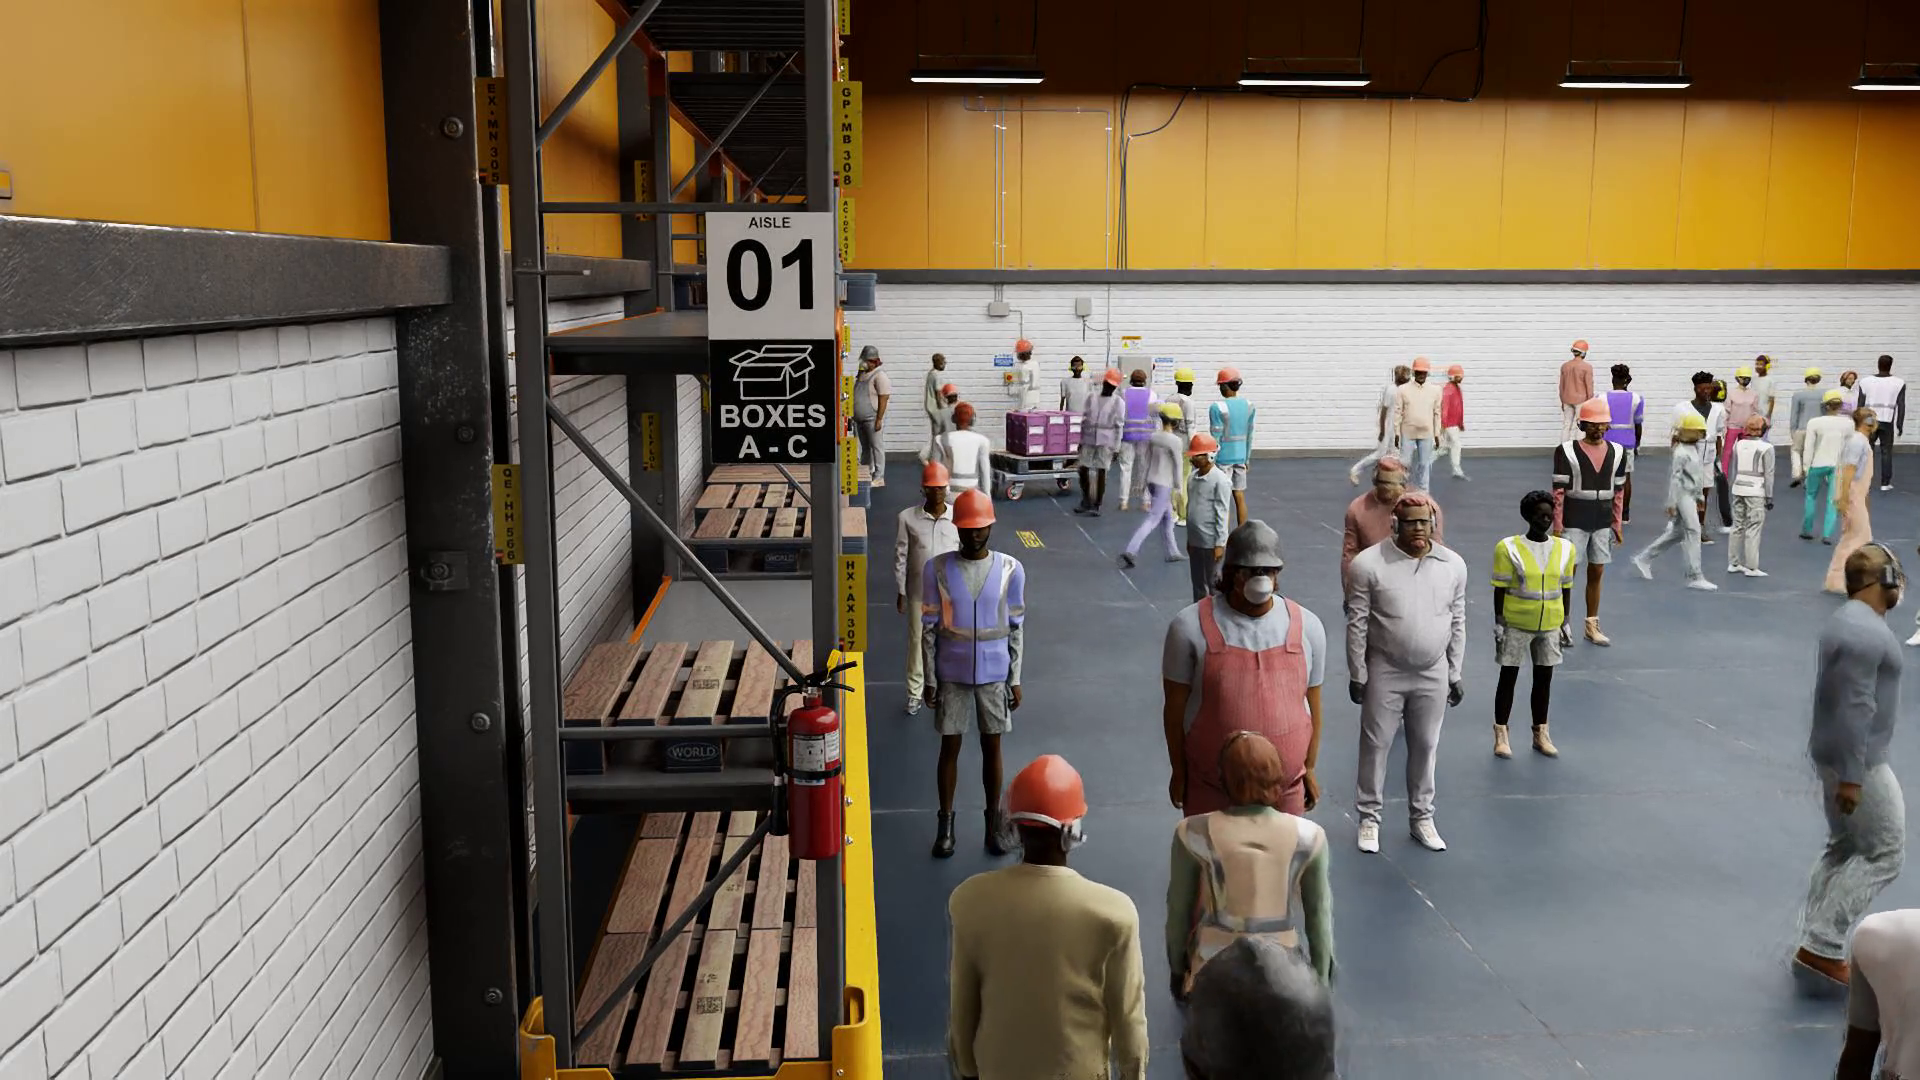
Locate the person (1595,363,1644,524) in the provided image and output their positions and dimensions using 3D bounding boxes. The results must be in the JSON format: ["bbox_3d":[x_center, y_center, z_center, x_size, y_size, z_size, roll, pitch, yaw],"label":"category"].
[{"bbox_3d":[8.003,-1.170,20.293,0.606,1.966,0.367,1,9,9],"label":"person"}]

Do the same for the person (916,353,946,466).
[{"bbox_3d":[-0.434,-2.043,26.230,0.498,1.824,0.595,-2,9,-13],"label":"person"}]

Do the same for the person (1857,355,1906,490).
[{"bbox_3d":[13.009,-1.659,23.523,0.596,1.914,0.373,6,11,32],"label":"person"}]

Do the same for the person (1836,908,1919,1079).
[{"bbox_3d":[2.465,1.504,4.016,0.848,1.804,0.581,-8,12,-42],"label":"person"}]

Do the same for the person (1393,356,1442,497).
[{"bbox_3d":[5.888,-1.365,21.426,0.612,1.997,0.376,1,9,5],"label":"person"}]

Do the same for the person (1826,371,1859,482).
[{"bbox_3d":[12.940,-1.654,24.348,0.514,1.645,0.307,-1,9,-4],"label":"person"}]

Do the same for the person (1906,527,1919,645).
[{"bbox_3d":[8.012,0.031,13.464,0.313,1.741,0.487,-8,12,-40],"label":"person"}]

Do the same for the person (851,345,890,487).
[{"bbox_3d":[-1.323,-1.782,23.905,0.538,2.000,0.684,-6,11,-32],"label":"person"}]

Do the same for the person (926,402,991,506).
[{"bbox_3d":[-0.008,-0.406,15.900,0.584,1.839,0.972,-4,10,-22],"label":"person"}]

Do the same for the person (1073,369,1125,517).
[{"bbox_3d":[1.758,-1.215,20.876,0.662,1.870,0.395,5,10,27],"label":"person"}]

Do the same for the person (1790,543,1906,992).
[{"bbox_3d":[3.830,0.966,7.122,0.392,1.884,0.729,4,10,21],"label":"person"}]

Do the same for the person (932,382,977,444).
[{"bbox_3d":[-0.067,-1.073,20.422,0.567,1.725,0.611,2,9,10],"label":"person"}]

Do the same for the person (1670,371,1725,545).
[{"bbox_3d":[8.305,-0.923,18.743,0.607,1.966,0.367,-1,9,-4],"label":"person"}]

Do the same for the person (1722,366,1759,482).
[{"bbox_3d":[10.962,-1.564,23.387,0.525,1.772,0.303,-1,9,-4],"label":"person"}]

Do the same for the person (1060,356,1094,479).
[{"bbox_3d":[1.693,-1.743,24.198,0.513,1.872,0.328,-1,9,-4],"label":"person"}]

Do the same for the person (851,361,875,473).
[{"bbox_3d":[-1.455,-1.893,25.537,0.487,1.744,0.294,-1,9,-4],"label":"person"}]

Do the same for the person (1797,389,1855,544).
[{"bbox_3d":[9.860,-0.839,18.929,0.541,1.743,0.698,3,9,16],"label":"person"}]

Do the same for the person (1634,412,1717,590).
[{"bbox_3d":[7.035,-0.406,16.280,0.798,1.715,0.485,7,12,39],"label":"person"}]

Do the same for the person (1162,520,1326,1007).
[{"bbox_3d":[1.193,0.929,6.884,0.683,2.000,0.538,-1,9,-4],"label":"person"}]

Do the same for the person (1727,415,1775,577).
[{"bbox_3d":[7.981,-0.443,16.790,0.316,1.633,0.521,-3,10,-18],"label":"person"}]

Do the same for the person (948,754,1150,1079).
[{"bbox_3d":[0.219,1.453,4.542,0.574,1.735,0.606,5,10,28],"label":"person"}]

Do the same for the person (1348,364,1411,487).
[{"bbox_3d":[5.888,-1.554,23.206,0.776,1.812,0.537,7,11,37],"label":"person"}]

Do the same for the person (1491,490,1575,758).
[{"bbox_3d":[3.598,0.528,10.469,0.535,1.700,0.318,-1,9,-4],"label":"person"}]

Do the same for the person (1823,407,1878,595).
[{"bbox_3d":[8.463,-0.358,15.747,0.431,1.788,0.608,4,10,24],"label":"person"}]

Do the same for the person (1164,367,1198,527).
[{"bbox_3d":[2.685,-1.124,20.128,0.363,1.928,0.587,-4,10,-25],"label":"person"}]

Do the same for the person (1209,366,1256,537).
[{"bbox_3d":[2.946,-0.887,18.276,0.608,2.044,0.371,-6,11,-33],"label":"person"}]

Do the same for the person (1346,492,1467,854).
[{"bbox_3d":[2.353,0.698,8.757,0.643,1.909,0.409,-1,9,-4],"label":"person"}]

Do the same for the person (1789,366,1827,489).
[{"bbox_3d":[11.991,-1.569,23.490,0.532,1.752,0.409,2,9,13],"label":"person"}]

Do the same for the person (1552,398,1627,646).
[{"bbox_3d":[5.142,-0.142,13.602,0.608,2.044,0.373,-1,9,-4],"label":"person"}]

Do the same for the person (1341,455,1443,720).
[{"bbox_3d":[2.850,0.360,11.052,0.661,1.845,0.947,6,11,34],"label":"person"}]

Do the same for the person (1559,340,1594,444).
[{"bbox_3d":[10.004,-2.247,26.969,0.381,1.995,0.611,-6,11,-34],"label":"person"}]

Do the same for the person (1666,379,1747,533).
[{"bbox_3d":[8.773,-0.967,19.495,0.957,1.838,0.516,-2,9,-11],"label":"person"}]

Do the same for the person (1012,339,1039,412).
[{"bbox_3d":[1.063,-2.150,26.357,0.424,2.032,0.632,4,10,23],"label":"person"}]

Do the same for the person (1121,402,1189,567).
[{"bbox_3d":[2.042,-0.573,17.334,0.897,1.718,0.549,-5,10,-28],"label":"person"}]

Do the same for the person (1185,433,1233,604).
[{"bbox_3d":[2.013,-0.019,13.772,0.347,1.742,0.553,-4,10,-24],"label":"person"}]

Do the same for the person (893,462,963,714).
[{"bbox_3d":[-0.179,0.332,11.516,0.563,1.756,0.319,-1,9,-4],"label":"person"}]

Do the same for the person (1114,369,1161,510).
[{"bbox_3d":[2.277,-1.296,21.522,0.629,1.835,0.430,1,9,4],"label":"person"}]

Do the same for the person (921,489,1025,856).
[{"bbox_3d":[0.069,0.693,8.687,0.545,1.938,0.356,-1,9,-4],"label":"person"}]

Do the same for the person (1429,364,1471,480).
[{"bbox_3d":[7.277,-1.768,24.811,0.755,1.730,0.565,6,11,34],"label":"person"}]

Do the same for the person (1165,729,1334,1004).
[{"bbox_3d":[0.926,1.408,5.284,0.514,1.588,0.871,-1,9,-4],"label":"person"}]
